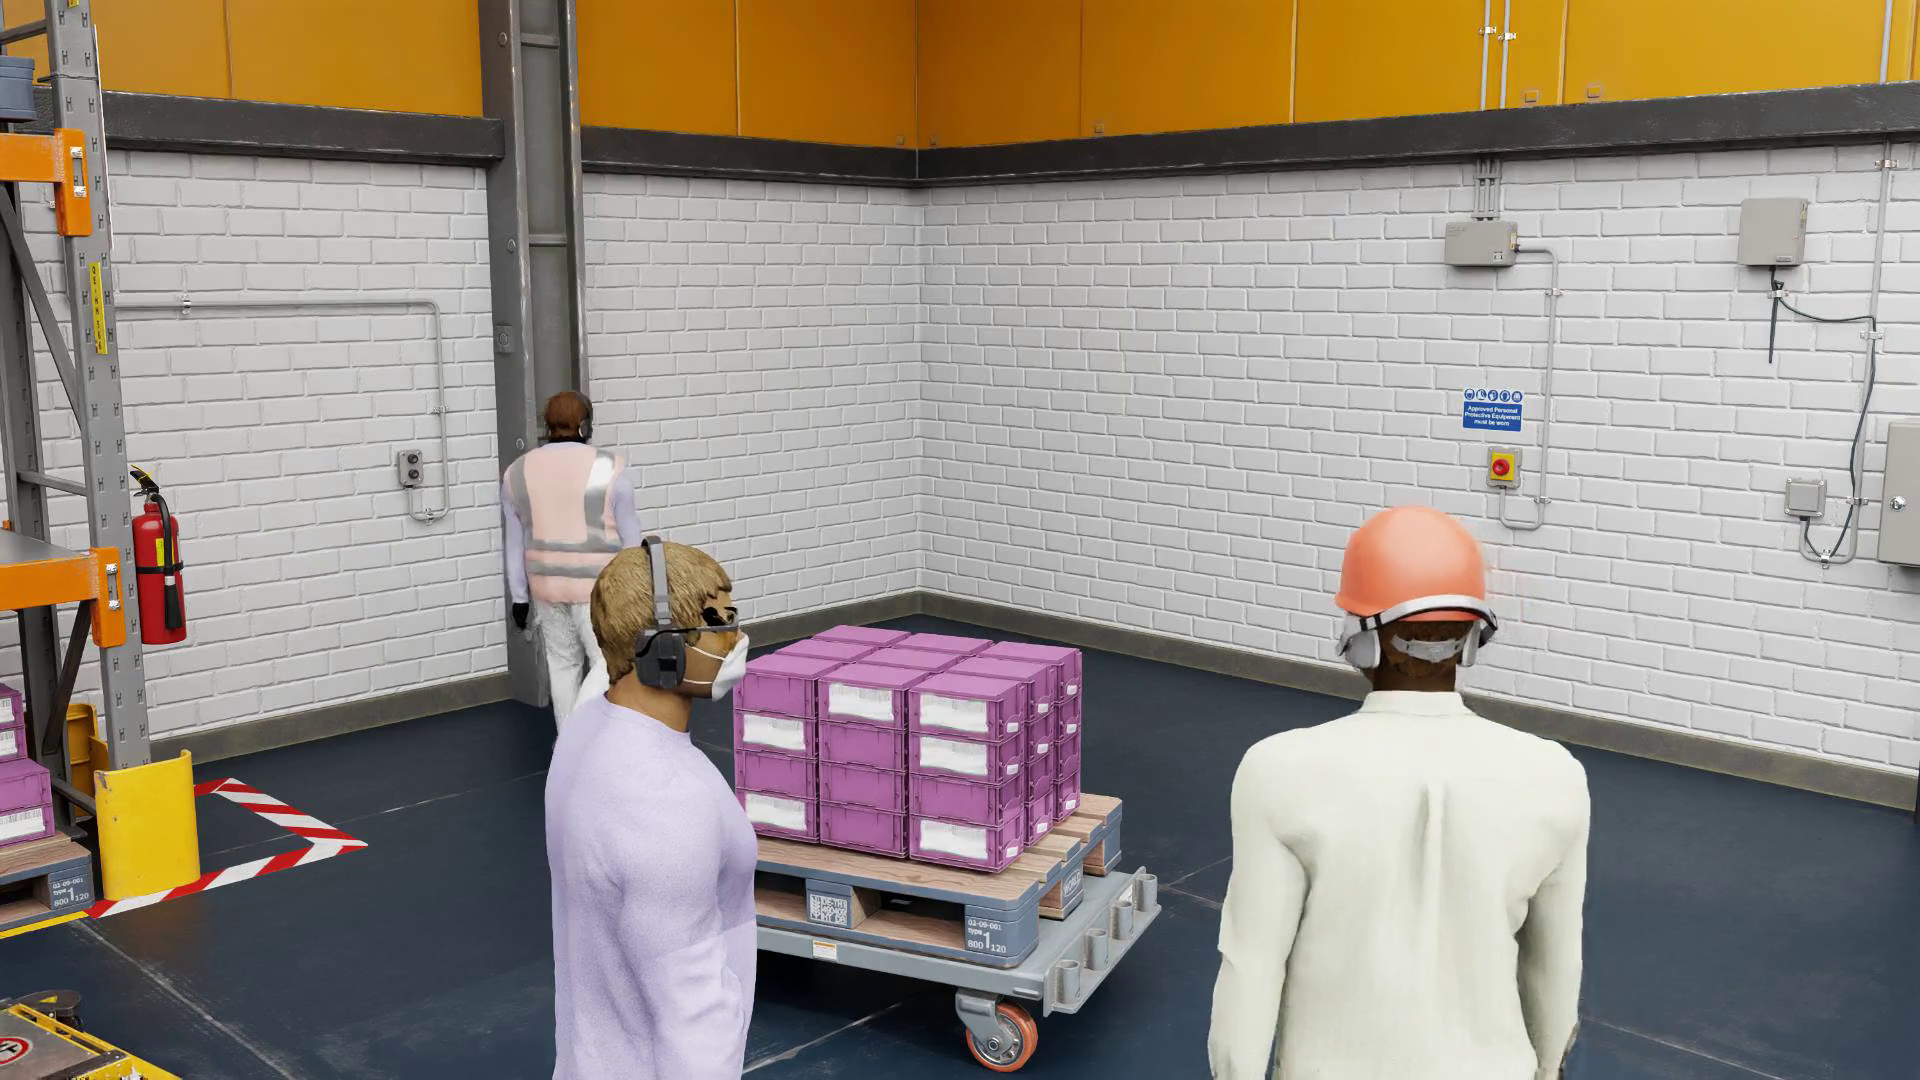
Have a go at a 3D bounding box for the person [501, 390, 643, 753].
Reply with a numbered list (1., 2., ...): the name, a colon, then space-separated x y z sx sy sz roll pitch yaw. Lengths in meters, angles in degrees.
1. person: -1.767 0.232 7.579 0.653 1.820 0.701 2 9 11

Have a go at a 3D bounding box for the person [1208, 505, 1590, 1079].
1. person: 0.730 0.913 2.903 0.659 1.972 0.706 0 9 -2

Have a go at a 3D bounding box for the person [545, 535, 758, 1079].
1. person: -0.489 0.950 2.801 0.372 1.940 0.631 -4 10 -25

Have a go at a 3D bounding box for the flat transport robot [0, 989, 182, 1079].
1. flat transport robot: -2.849 1.544 4.256 0.652 0.197 1.431 6 11 34
